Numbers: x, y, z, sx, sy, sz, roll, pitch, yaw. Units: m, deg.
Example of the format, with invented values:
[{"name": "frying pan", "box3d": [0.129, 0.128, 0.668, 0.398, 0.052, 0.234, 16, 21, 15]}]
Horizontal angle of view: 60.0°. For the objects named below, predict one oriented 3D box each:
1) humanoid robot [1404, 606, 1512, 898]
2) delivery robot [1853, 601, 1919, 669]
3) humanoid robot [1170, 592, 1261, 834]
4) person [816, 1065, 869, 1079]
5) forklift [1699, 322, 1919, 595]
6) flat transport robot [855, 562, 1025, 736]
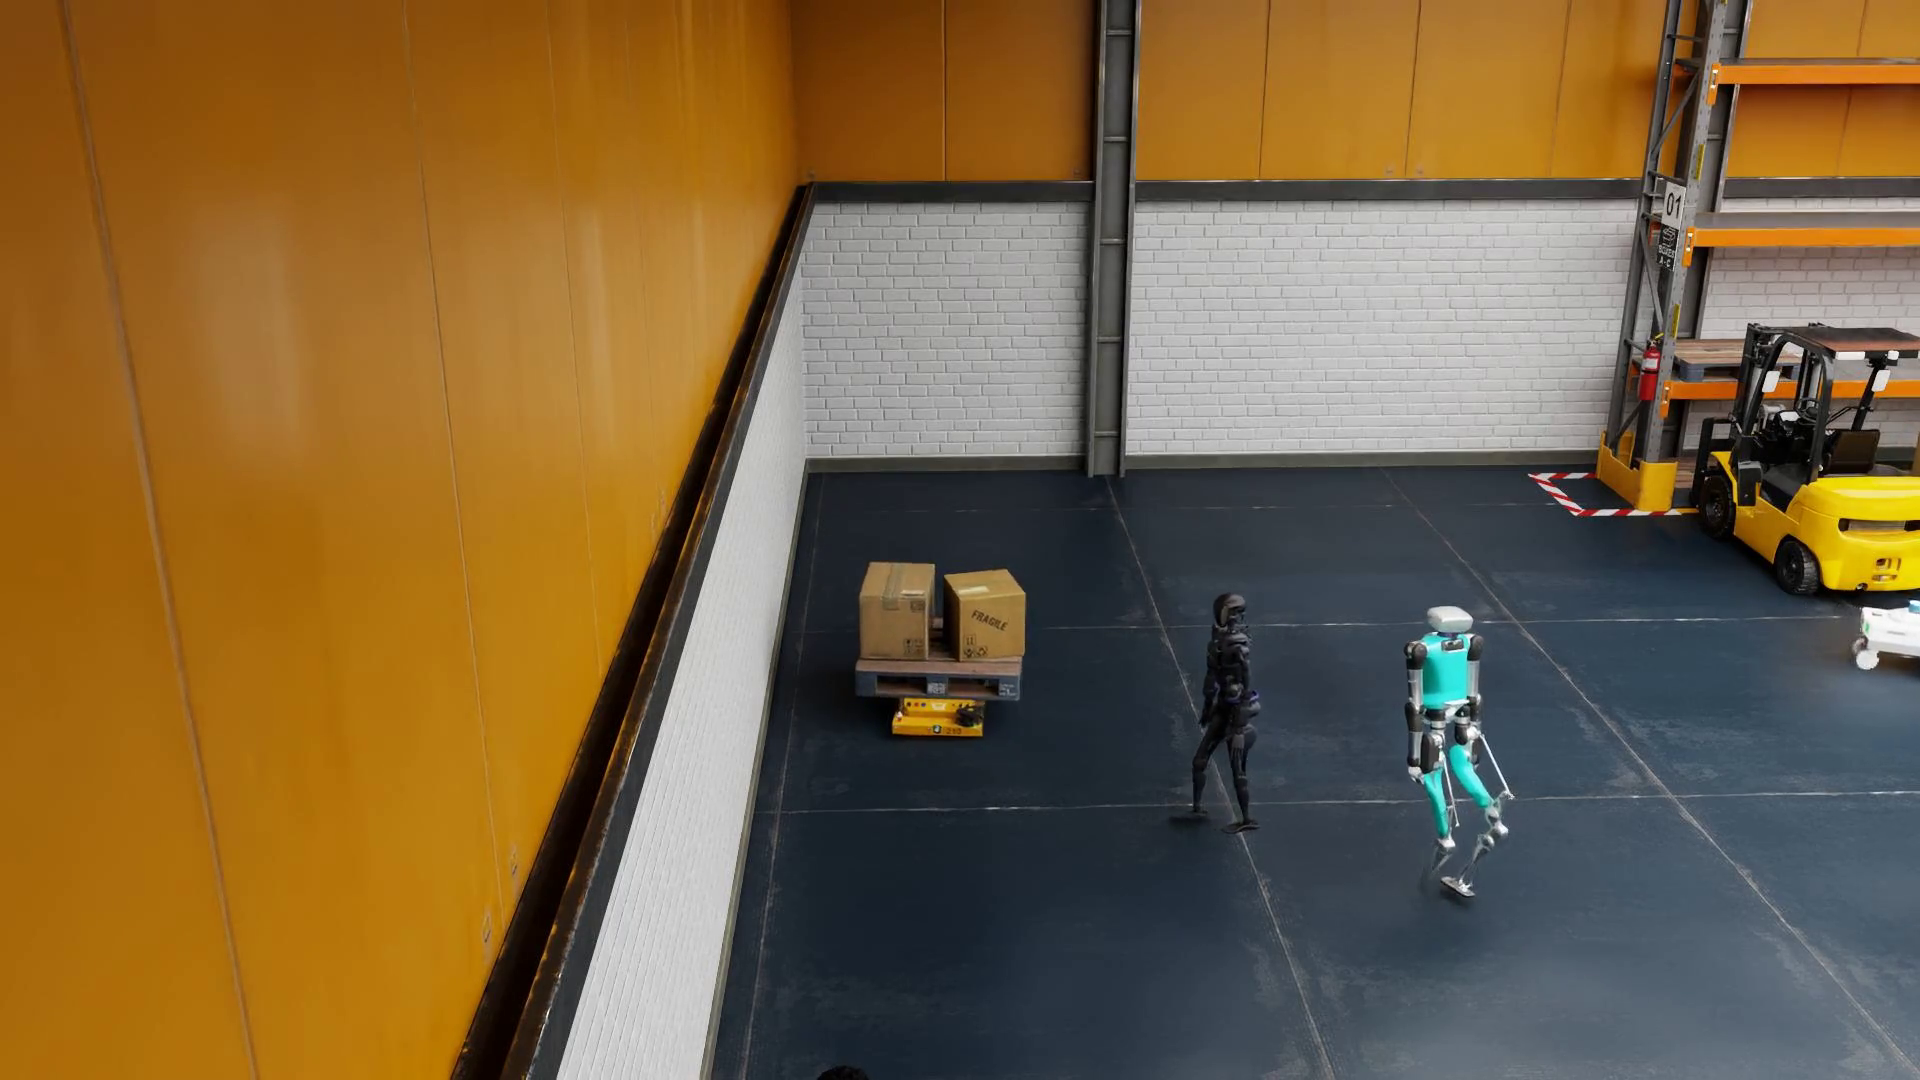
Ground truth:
[{"name": "humanoid robot", "box3d": [2.981, 1.350, 9.823, 0.555, 1.790, 0.869, -8, 22, -22]}, {"name": "delivery robot", "box3d": [7.476, 0.777, 13.045, 0.792, 0.603, 0.499, 8, 22, 21]}, {"name": "humanoid robot", "box3d": [1.668, 1.111, 10.523, 0.536, 1.643, 0.585, -6, 21, -16]}, {"name": "person", "box3d": [-0.384, 2.685, 6.209, 0.317, 1.696, 0.539, -6, 21, -15]}, {"name": "forklift", "box3d": [7.809, -0.792, 14.926, 1.214, 2.155, 2.313, -1, 20, -2]}, {"name": "flat transport robot", "box3d": [-0.126, 1.088, 12.602, 0.659, 0.231, 1.431, 1, 20, 4]}]
